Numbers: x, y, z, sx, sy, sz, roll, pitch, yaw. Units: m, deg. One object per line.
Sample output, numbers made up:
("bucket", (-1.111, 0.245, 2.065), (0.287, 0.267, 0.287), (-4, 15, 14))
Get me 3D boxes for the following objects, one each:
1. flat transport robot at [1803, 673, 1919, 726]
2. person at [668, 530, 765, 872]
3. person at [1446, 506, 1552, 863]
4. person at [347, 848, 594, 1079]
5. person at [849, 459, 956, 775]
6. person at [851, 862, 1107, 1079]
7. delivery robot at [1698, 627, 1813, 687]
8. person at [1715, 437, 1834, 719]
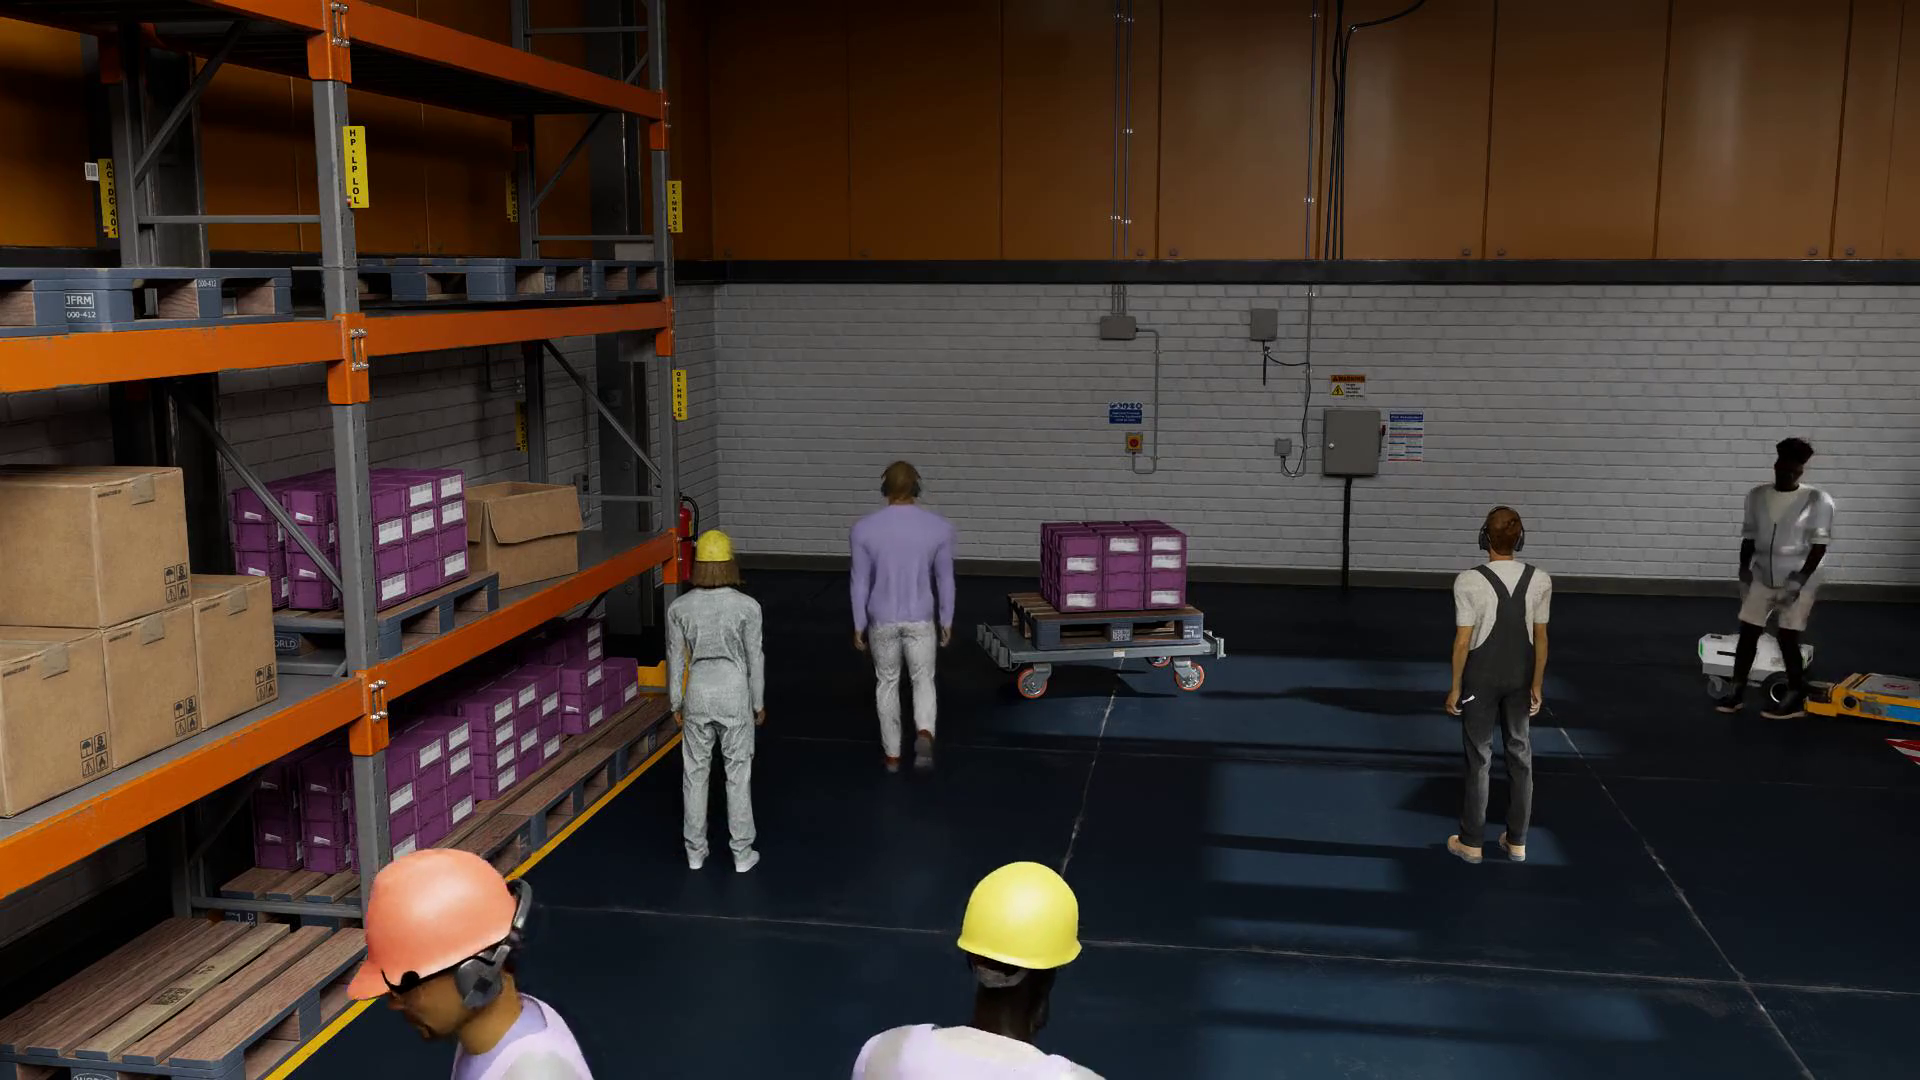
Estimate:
("flat transport robot", (6.494, 1.107, 11.112), (1.431, 0.197, 0.652), (8, 12, 39))
("person", (-1.219, 0.813, 8.416), (0.486, 1.740, 0.318), (1, 9, 6))
("person", (2.743, 0.742, 8.521), (0.506, 1.846, 0.346), (-1, 9, -5))
("person", (-0.740, 1.537, 3.123), (0.693, 2.004, 0.664), (-4, 10, -21))
("person", (-0.340, 0.483, 9.908), (0.633, 1.924, 0.672), (-1, 9, -7))
("person", (0.089, 1.560, 3.323), (0.587, 1.889, 0.801), (5, 11, 30))
("delivery robot", (5.598, 0.820, 11.723), (0.707, 0.478, 0.477), (6, 11, 35))
("person", (5.496, 0.268, 11.196), (0.489, 1.927, 0.645), (-6, 11, -34))
